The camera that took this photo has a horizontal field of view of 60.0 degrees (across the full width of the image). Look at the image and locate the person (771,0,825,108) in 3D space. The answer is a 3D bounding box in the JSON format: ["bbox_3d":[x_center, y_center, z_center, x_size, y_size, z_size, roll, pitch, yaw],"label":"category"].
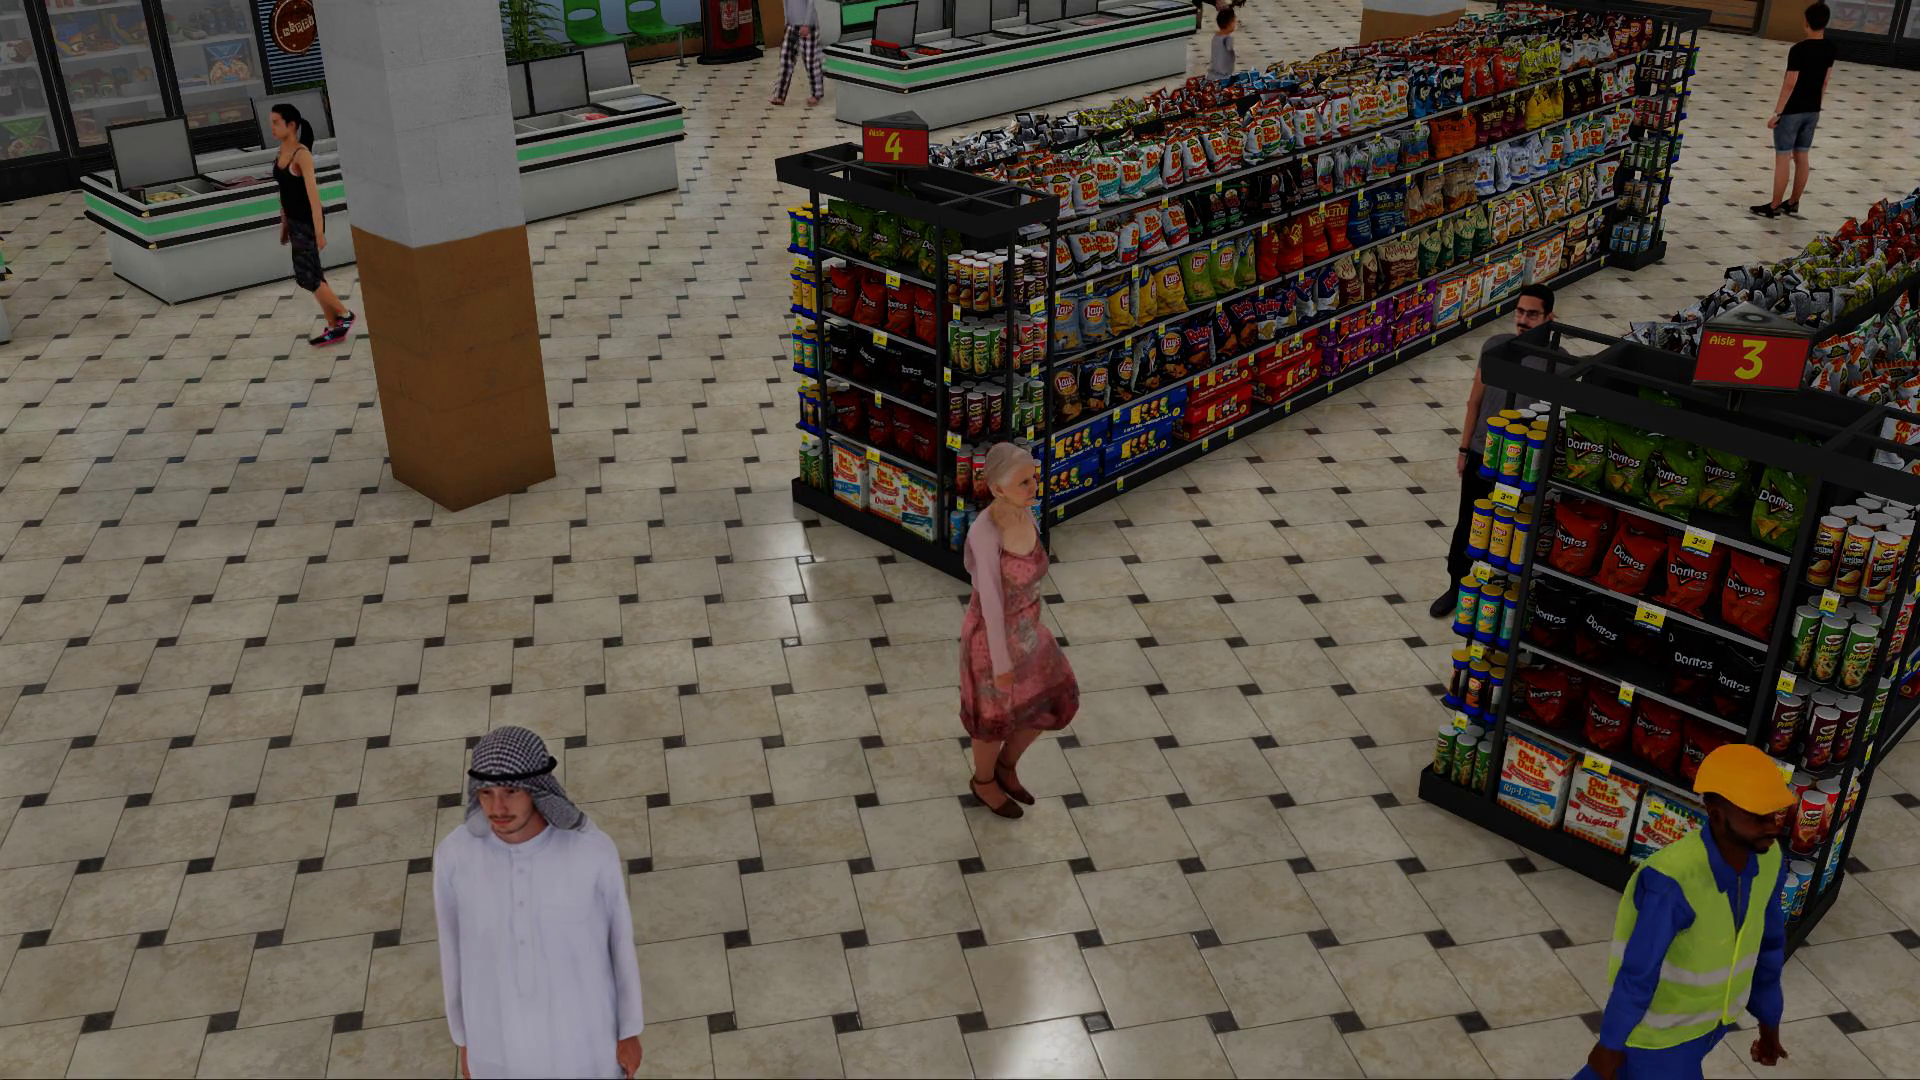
[{"bbox_3d":[-1.718,-5.780,18.642,0.867,1.809,1.151,12,29,23],"label":"person"}]

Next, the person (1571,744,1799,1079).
[{"bbox_3d":[1.959,1.311,4.701,1.189,1.772,0.903,-16,31,-29],"label":"person"}]

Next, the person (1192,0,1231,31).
[{"bbox_3d":[3.459,-7.963,22.928,1.002,1.827,0.874,-11,29,-21],"label":"person"}]

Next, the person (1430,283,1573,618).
[{"bbox_3d":[2.670,-0.411,8.114,0.660,1.755,0.621,16,31,28],"label":"person"}]

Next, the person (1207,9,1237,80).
[{"bbox_3d":[2.597,-4.696,16.934,1.051,1.422,0.705,-17,32,-31],"label":"person"}]

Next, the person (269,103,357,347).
[{"bbox_3d":[-4.514,-2.217,11.718,0.622,1.719,0.585,-21,34,-36],"label":"person"}]

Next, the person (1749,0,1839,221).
[{"bbox_3d":[7.389,-3.763,14.624,0.658,1.846,0.802,-9,28,-17],"label":"person"}]

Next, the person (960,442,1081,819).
[{"bbox_3d":[0.107,0.380,6.641,0.730,1.678,0.663,16,31,28],"label":"person"}]

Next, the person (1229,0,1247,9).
[{"bbox_3d":[4.164,-8.839,24.705,0.659,1.781,0.495,20,33,34],"label":"person"}]

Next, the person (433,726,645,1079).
[{"bbox_3d":[-1.115,1.327,4.499,0.783,1.927,0.860,-3,27,-5],"label":"person"}]
